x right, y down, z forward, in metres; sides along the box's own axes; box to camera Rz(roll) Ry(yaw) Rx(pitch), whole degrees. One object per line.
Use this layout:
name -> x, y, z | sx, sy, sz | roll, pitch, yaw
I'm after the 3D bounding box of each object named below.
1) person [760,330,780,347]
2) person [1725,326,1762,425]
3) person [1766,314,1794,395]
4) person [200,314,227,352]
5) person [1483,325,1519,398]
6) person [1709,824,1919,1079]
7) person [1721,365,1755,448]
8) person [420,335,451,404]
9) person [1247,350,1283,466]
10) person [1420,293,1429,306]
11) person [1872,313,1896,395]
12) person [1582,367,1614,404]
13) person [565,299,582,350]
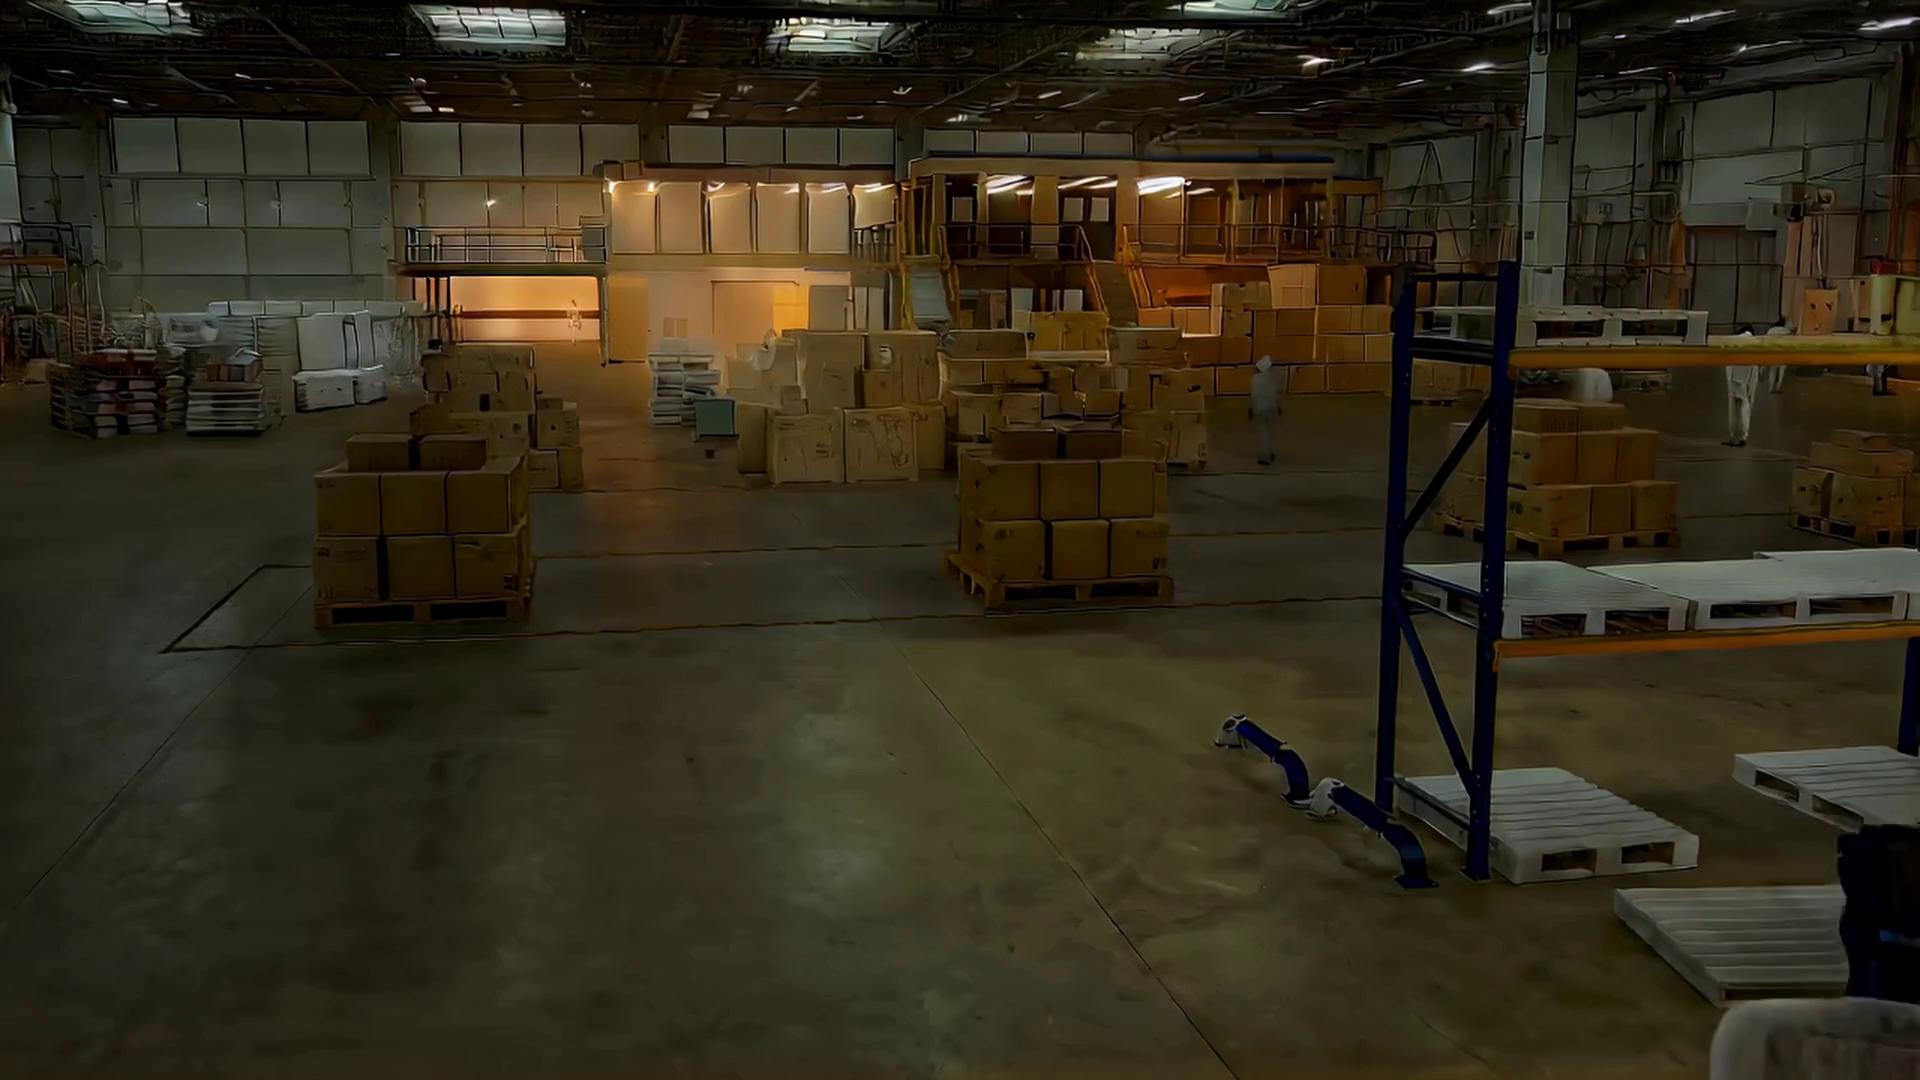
person -> -3.059, -2.439, 27.205 | 0.388, 1.987, 0.608 | 0, 9, -2
person -> 14.822, -3.102, 31.510 | 0.635, 1.908, 0.508 | 5, 10, 26
person -> 19.199, -4.342, 39.008 | 0.625, 1.928, 0.814 | 5, 11, 30
person -> -16.135, -3.911, 36.156 | 0.634, 1.987, 1.060 | 1, 9, 6
person -> 12.474, -4.211, 38.277 | 0.887, 1.889, 0.613 | -1, 9, -8
person -> 1.755, 1.510, 3.242 | 0.613, 1.948, 0.522 | 4, 10, 24
person -> 12.985, -2.402, 27.728 | 0.325, 1.740, 0.493 | -3, 10, -19
person -> -8.827, -2.517, 28.040 | 0.512, 1.872, 0.328 | -6, 11, -34
person -> 4.624, -2.001, 25.229 | 0.558, 1.749, 0.388 | -4, 10, -23
person -> 18.086, -8.623, 64.875 | 0.397, 1.992, 0.622 | 4, 10, 22
person -> 21.817, -4.383, 39.203 | 0.362, 1.936, 0.552 | -3, 10, -20
person -> 9.523, -1.905, 24.495 | 0.901, 1.802, 0.654 | 7, 12, 37
person -> -14.108, -7.868, 60.740 | 0.584, 1.849, 0.935 | -2, 10, -14
